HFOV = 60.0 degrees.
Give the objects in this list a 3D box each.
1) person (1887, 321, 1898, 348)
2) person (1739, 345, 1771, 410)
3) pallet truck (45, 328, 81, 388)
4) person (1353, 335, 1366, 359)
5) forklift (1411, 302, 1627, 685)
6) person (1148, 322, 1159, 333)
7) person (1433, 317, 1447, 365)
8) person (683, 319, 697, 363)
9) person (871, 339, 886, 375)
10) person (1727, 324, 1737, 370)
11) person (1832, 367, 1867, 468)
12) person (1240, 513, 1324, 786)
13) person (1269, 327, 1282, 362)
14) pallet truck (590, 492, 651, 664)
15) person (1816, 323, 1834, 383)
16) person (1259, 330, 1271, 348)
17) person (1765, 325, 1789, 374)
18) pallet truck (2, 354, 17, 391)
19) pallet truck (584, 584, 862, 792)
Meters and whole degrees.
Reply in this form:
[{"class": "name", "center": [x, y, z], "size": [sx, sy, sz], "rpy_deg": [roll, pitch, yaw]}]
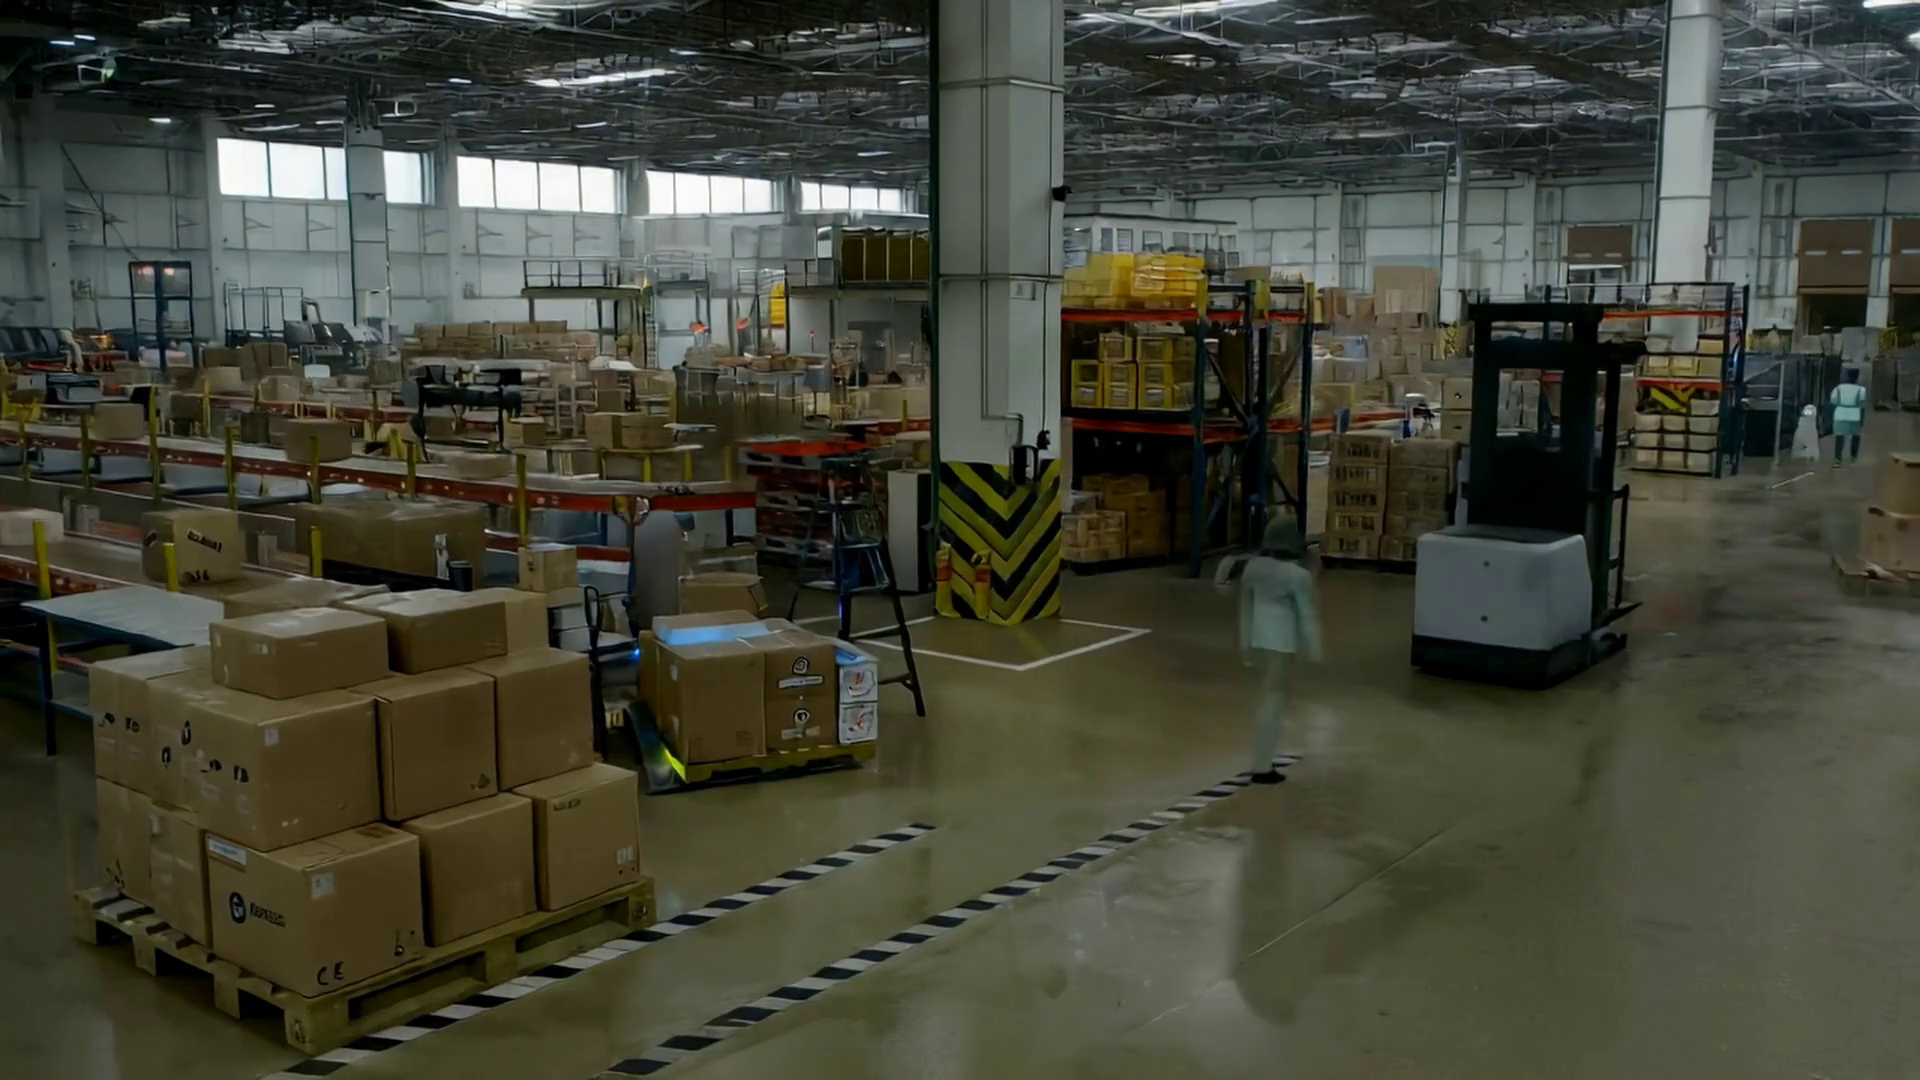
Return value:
[{"class": "person", "center": [33.234, -6.854, 59.353], "size": [0.407, 1.918, 0.587], "rpy_deg": [1, 9, 8]}, {"class": "person", "center": [16.868, -3.250, 35.457], "size": [0.594, 1.789, 0.883], "rpy_deg": [-2, 9, -13]}, {"class": "pallet truck", "center": [-23.775, -4.544, 43.495], "size": [1.885, 1.965, 0.823], "rpy_deg": [6, 10, 35]}, {"class": "person", "center": [10.278, -4.406, 43.137], "size": [0.883, 1.832, 0.496], "rpy_deg": [7, 11, 38]}, {"class": "forklift", "center": [4.379, -0.438, 12.852], "size": [1.129, 2.768, 1.873], "rpy_deg": [7, 11, 37]}, {"class": "person", "center": [5.829, -5.562, 50.200], "size": [0.373, 2.042, 0.614], "rpy_deg": [5, 10, 29]}, {"class": "person", "center": [19.474, -8.070, 67.512], "size": [0.623, 1.932, 0.368], "rpy_deg": [8, 11, 42]}, {"class": "person", "center": [-11.221, -8.242, 68.938], "size": [0.974, 1.835, 0.608], "rpy_deg": [7, 11, 39]}, {"class": "person", "center": [-2.087, -4.243, 42.341], "size": [0.532, 1.743, 0.777], "rpy_deg": [-8, 12, -43]}, {"class": "person", "center": [28.998, -7.234, 62.507], "size": [0.484, 1.736, 0.306], "rpy_deg": [-2, 9, -13]}, {"class": "person", "center": [14.768, -2.028, 27.612], "size": [0.551, 1.670, 0.708], "rpy_deg": [8, 11, 42]}, {"class": "person", "center": [1.922, 0.643, 9.797], "size": [0.549, 1.611, 0.517], "rpy_deg": [-5, 10, -32]}, {"class": "person", "center": [10.228, -6.058, 54.150], "size": [0.518, 1.865, 0.327], "rpy_deg": [0, 8, -2]}, {"class": "pallet truck", "center": [-3.115, 0.344, 12.883], "size": [0.653, 1.274, 1.630], "rpy_deg": [7, 11, 37]}, {"class": "person", "center": [28.020, -6.046, 53.850], "size": [0.370, 1.928, 0.585], "rpy_deg": [-4, 9, -25]}, {"class": "person", "center": [13.039, -8.529, 71.035], "size": [0.651, 1.790, 0.979], "rpy_deg": [3, 9, 17]}, {"class": "person", "center": [28.318, -6.552, 57.735], "size": [0.971, 1.787, 0.627], "rpy_deg": [0, 8, -1]}, {"class": "pallet truck", "center": [-24.881, -4.417, 42.634], "size": [1.885, 1.965, 0.823], "rpy_deg": [8, 11, 41]}, {"class": "pallet truck", "center": [-1.426, 0.805, 10.019], "size": [1.601, 1.201, 0.680], "rpy_deg": [-4, 9, -26]}]
